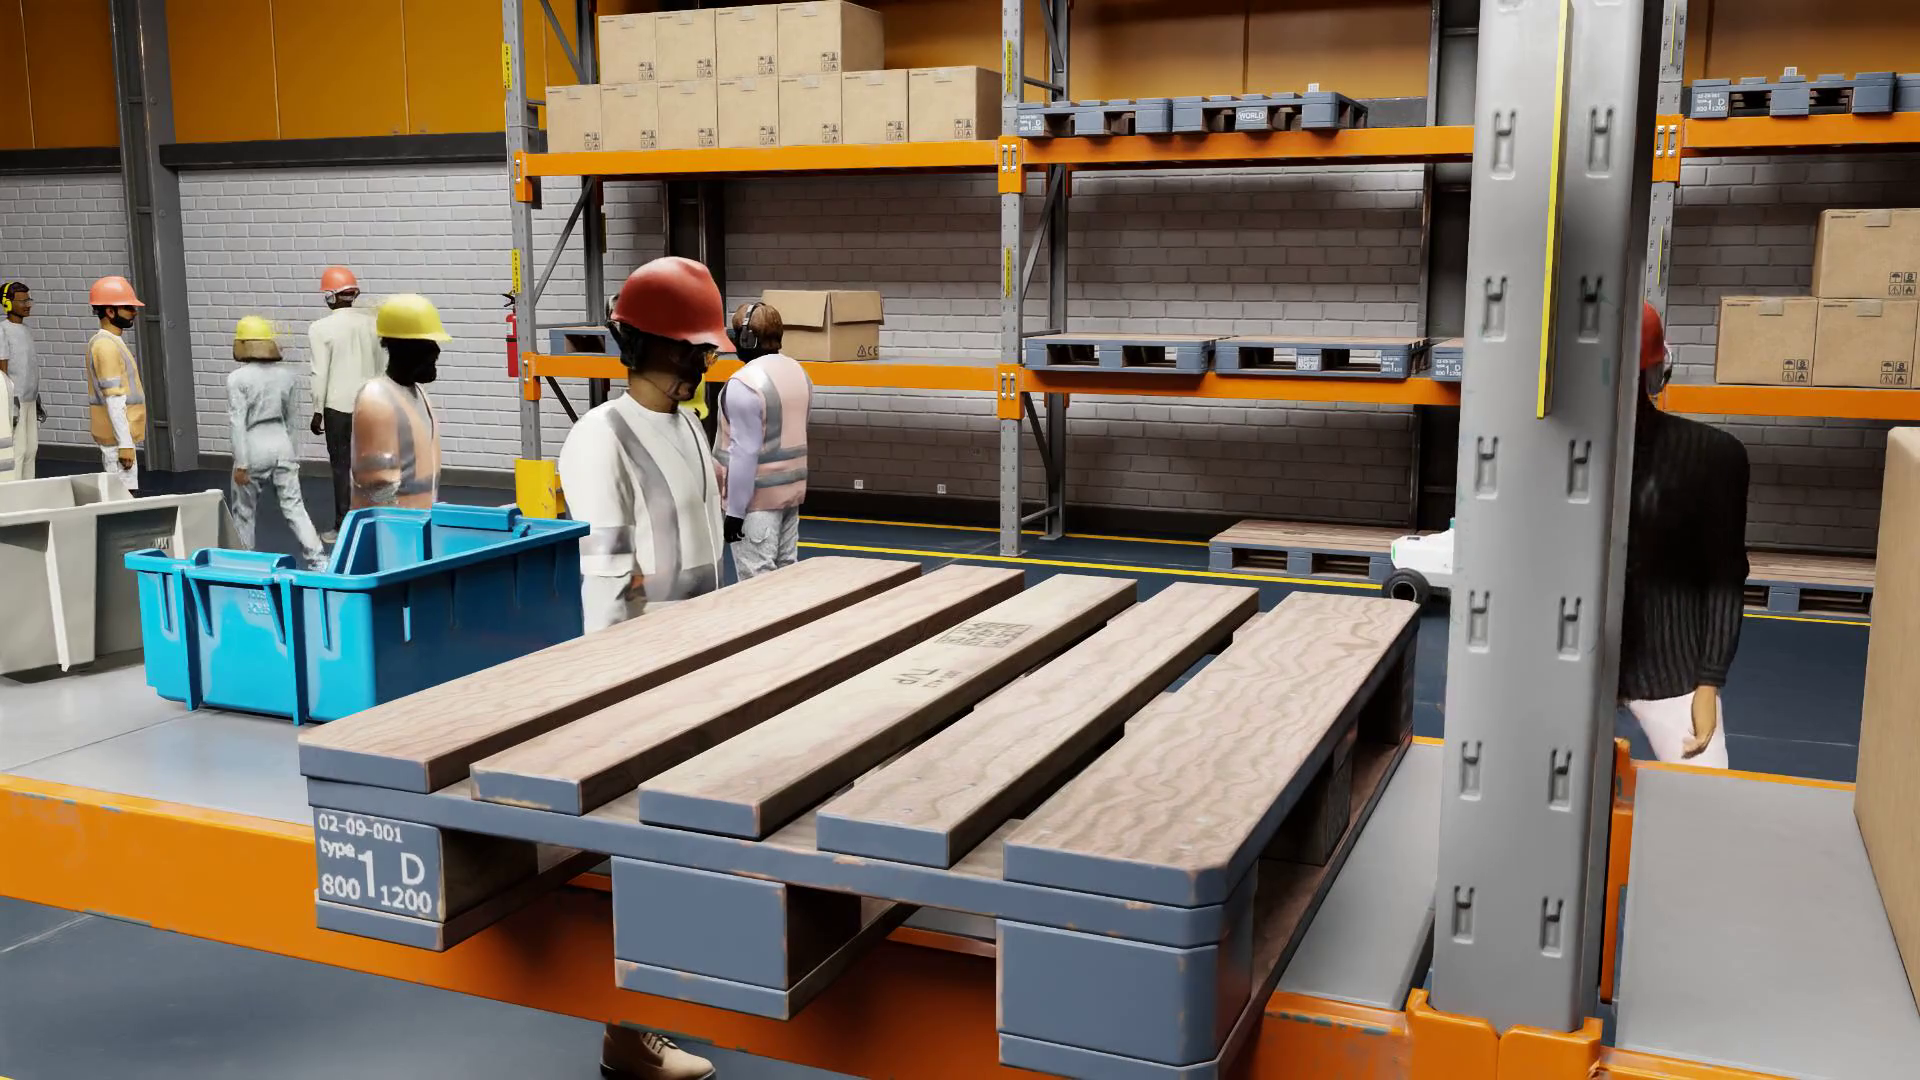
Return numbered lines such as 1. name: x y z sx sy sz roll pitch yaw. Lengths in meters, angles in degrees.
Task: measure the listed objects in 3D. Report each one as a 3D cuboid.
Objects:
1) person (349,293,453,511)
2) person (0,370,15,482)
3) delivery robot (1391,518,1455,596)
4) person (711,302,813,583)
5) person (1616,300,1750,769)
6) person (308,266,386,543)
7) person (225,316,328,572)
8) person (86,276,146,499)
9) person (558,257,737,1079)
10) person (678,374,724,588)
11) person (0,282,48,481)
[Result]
1. person: -2.263 -0.024 6.632 0.558 1.907 0.609 0 9 3
2. person: -4.969 -0.266 8.335 0.405 1.823 0.591 1 10 4
3. delivery robot: 2.855 0.115 9.532 0.707 0.478 0.477 5 11 31
4. person: -0.928 -0.177 7.730 0.429 1.843 0.633 4 10 20
5. person: 1.769 0.337 4.373 0.817 1.947 0.574 6 11 33
6. person: -4.413 -0.968 12.004 0.375 1.997 0.612 6 11 33
7. person: -4.226 -0.514 10.180 0.832 1.710 0.502 6 11 33
8. person: -5.151 -0.645 10.243 0.358 1.938 0.545 -5 11 -29
9. person: -0.723 0.328 4.132 0.392 2.034 0.605 2 10 12
10. person: -0.894 0.302 5.117 0.343 1.757 0.526 7 12 36
11. person: -7.400 -1.096 13.150 0.328 1.872 0.513 -1 10 -5
